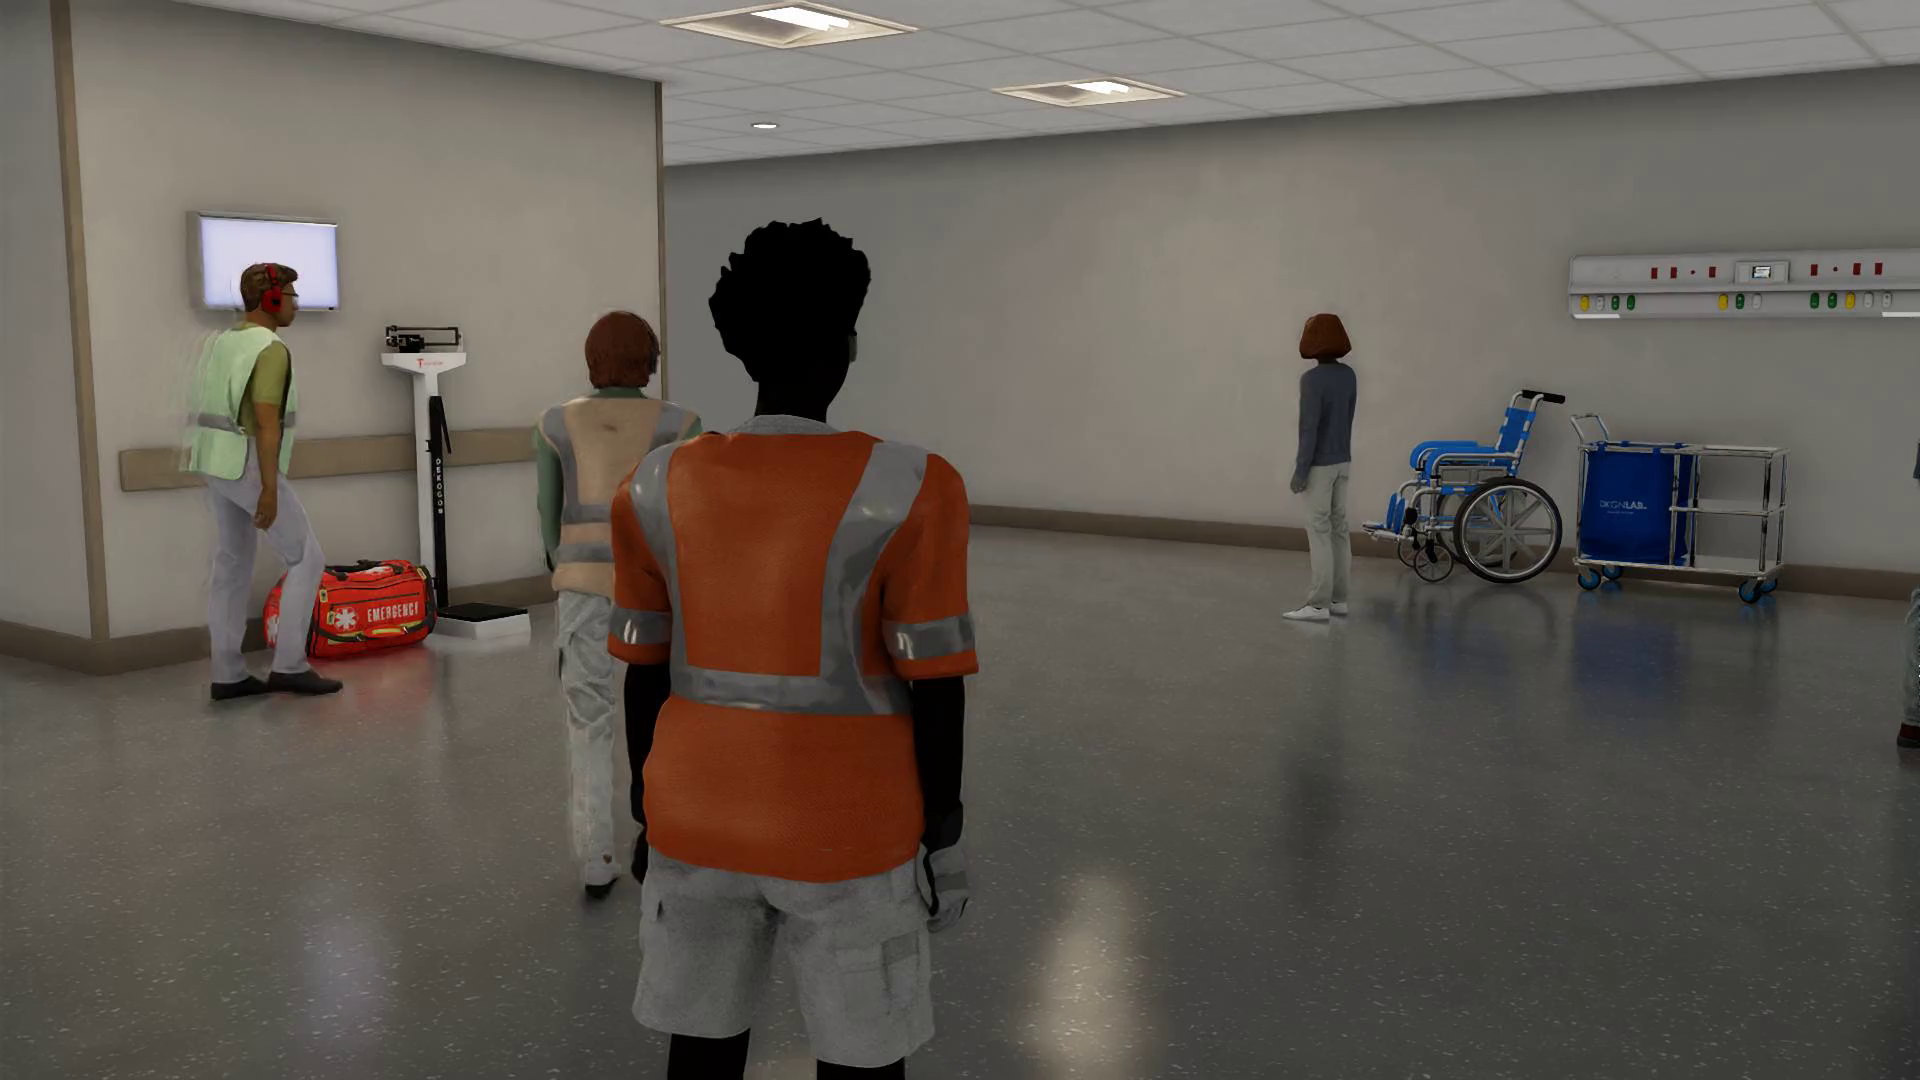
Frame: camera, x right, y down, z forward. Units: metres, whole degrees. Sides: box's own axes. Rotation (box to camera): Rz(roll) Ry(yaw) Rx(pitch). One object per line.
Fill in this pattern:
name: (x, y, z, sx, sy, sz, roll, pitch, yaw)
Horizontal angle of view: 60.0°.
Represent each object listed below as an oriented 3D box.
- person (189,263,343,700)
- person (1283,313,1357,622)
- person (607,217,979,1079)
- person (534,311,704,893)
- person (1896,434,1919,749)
person: (-2.901, -0.242, 6.974, 0.582, 1.818, 0.616, 6, 10, 42)
person: (1.925, -0.381, 8.836, 0.285, 1.633, 0.499, 6, 9, 40)
person: (-0.238, 0.409, 2.297, 0.547, 1.690, 0.321, 3, 8, 22)
person: (-0.961, 0.144, 4.784, 0.510, 1.582, 0.881, 0, 7, -1)
person: (3.591, -0.159, 5.897, 0.366, 1.923, 0.630, 2, 7, 14)
